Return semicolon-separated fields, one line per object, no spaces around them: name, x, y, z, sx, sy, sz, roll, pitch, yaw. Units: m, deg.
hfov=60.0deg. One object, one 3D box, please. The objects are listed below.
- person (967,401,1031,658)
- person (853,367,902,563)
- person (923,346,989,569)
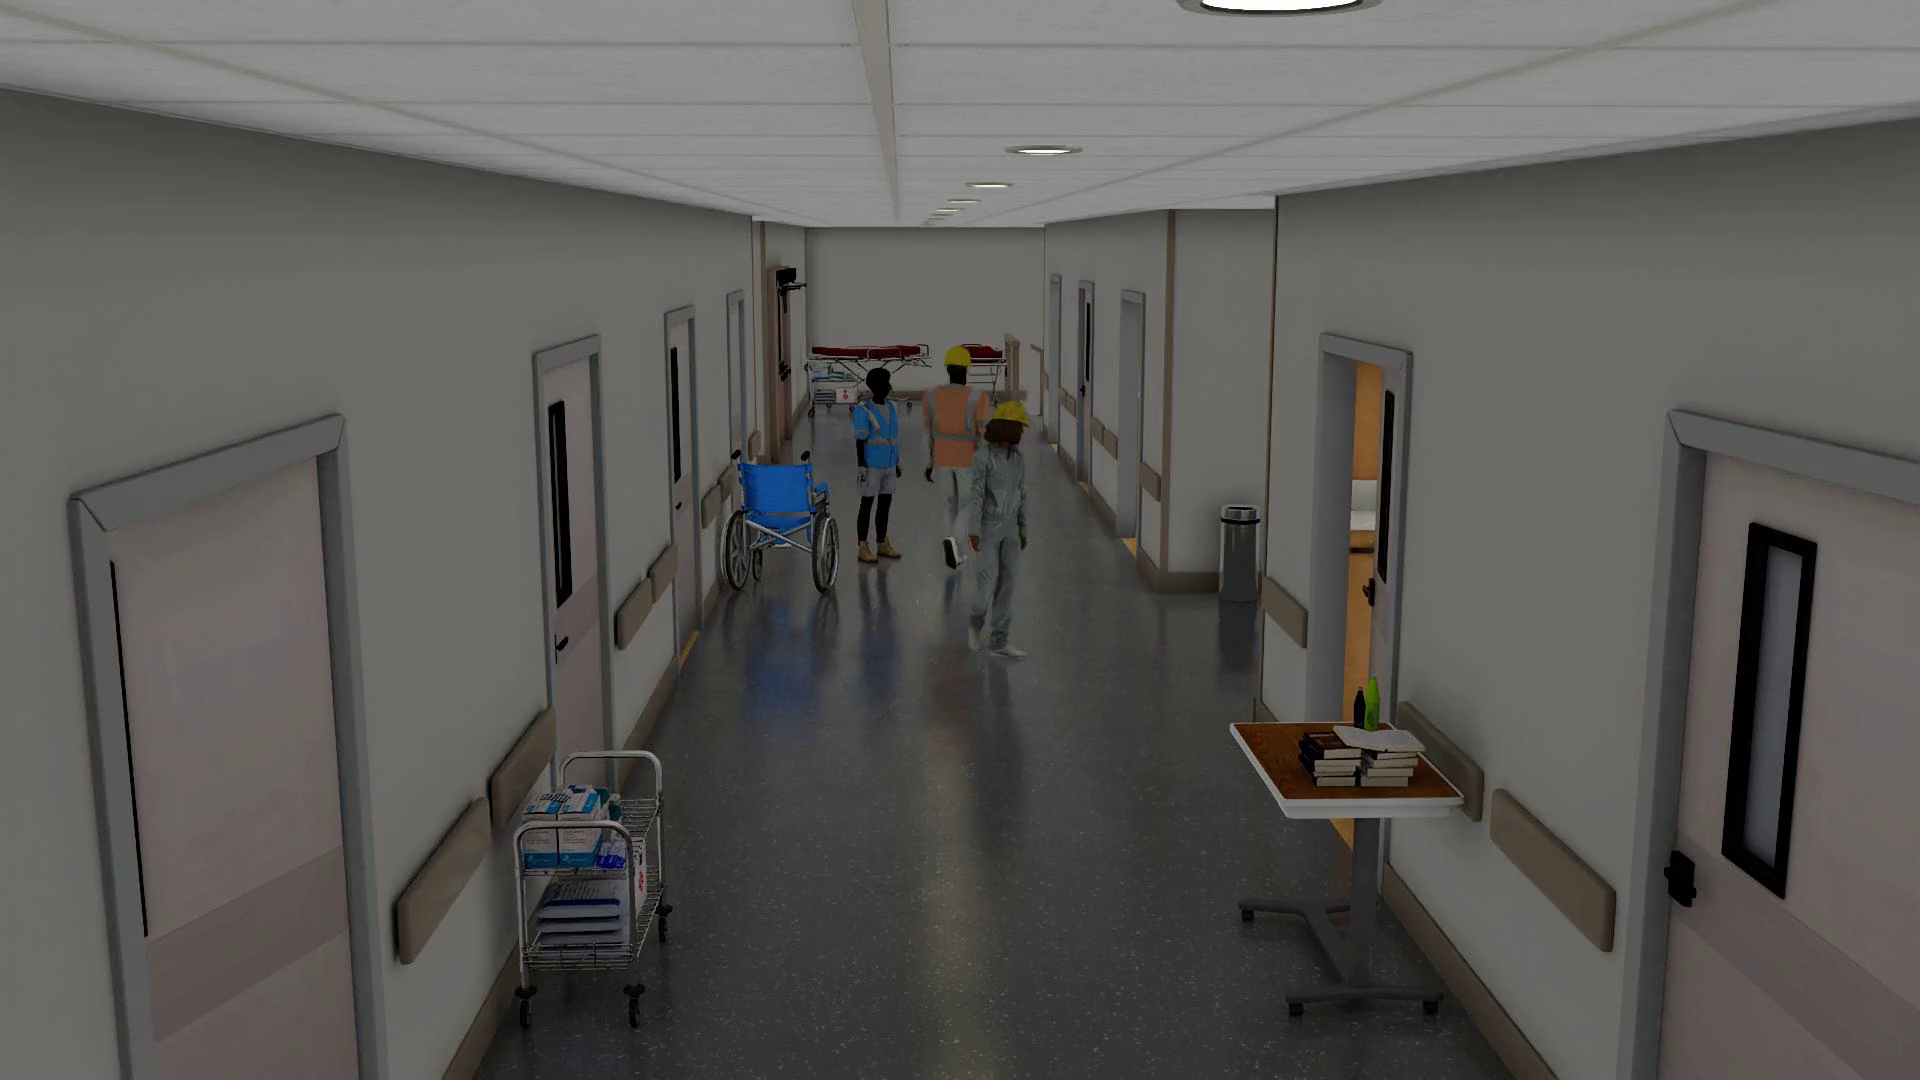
person;0.234;-0.067;11.134;0.562;1.710;0.507;-10;14;-43
person;-0.707;-0.655;14.464;0.317;1.695;0.540;9;13;40
person;-0.042;-0.686;14.063;0.594;1.905;0.717;3;11;18
